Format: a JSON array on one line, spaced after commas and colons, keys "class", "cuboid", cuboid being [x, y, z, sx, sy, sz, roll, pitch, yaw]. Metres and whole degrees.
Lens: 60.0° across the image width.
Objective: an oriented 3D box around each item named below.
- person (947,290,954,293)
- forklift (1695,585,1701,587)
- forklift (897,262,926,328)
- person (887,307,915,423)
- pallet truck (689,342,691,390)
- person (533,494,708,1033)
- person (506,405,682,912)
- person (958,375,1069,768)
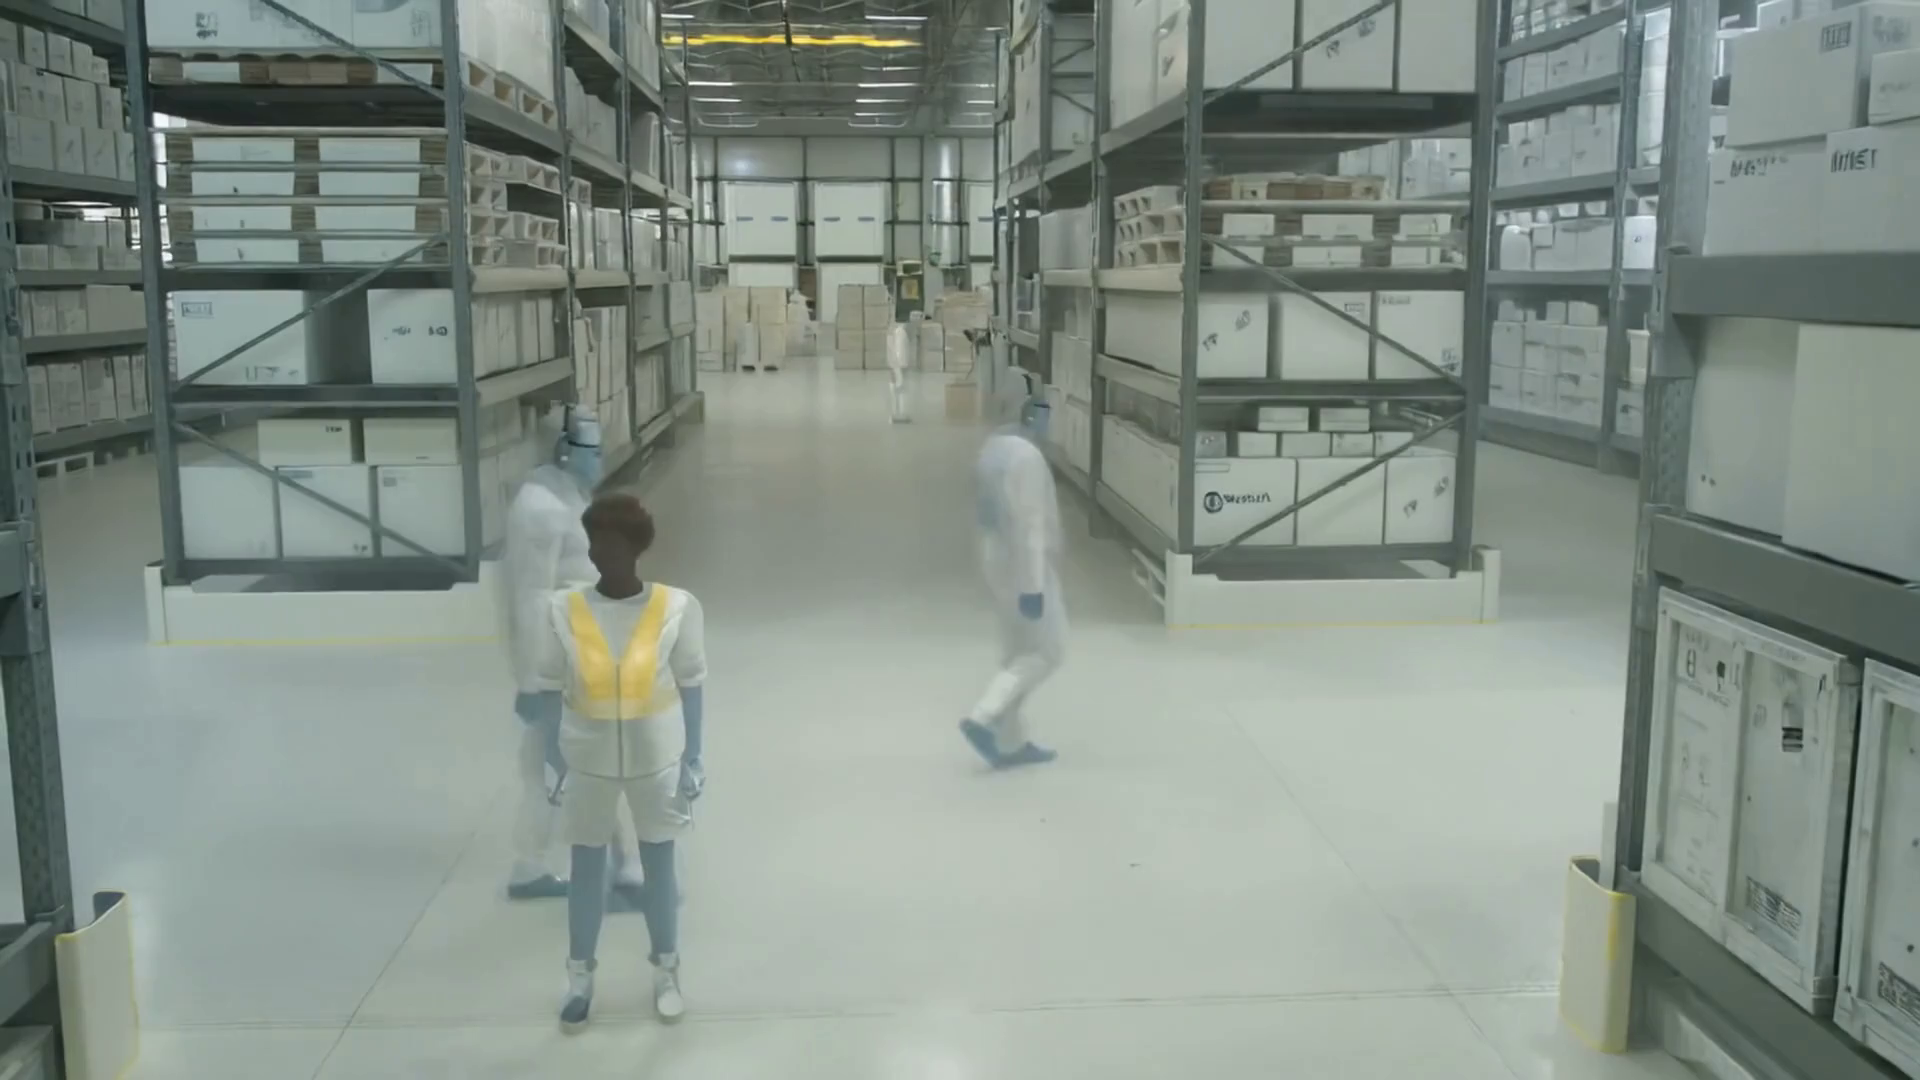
[{"class": "person", "cuboid": [-0.286, -7.050, 53.225, 1.010, 1.879, 0.570, -2, 9, -11]}, {"class": "forklift", "cuboid": [4.646, -0.352, 8.041, 1.873, 2.768, 1.129, -4, 10, -23]}, {"class": "forklift", "cuboid": [-1.780, -8.547, 59.499, 1.129, 2.768, 1.873, -1, 9, -4]}, {"class": "person", "cuboid": [-0.949, -2.787, 26.581, 0.430, 1.845, 0.621, -3, 9, -17]}, {"class": "pallet truck", "cuboid": [-5.225, -3.008, 27.480, 1.885, 1.965, 0.823, 2, 9, 14]}, {"class": "person", "cuboid": [-1.053, 0.690, 5.209, 0.535, 1.693, 0.322, -1, 9, -9]}, {"class": "person", "cuboid": [-1.359, 0.440, 6.187, 0.797, 1.877, 0.654, -1, 9, -8]}, {"class": "person", "cuboid": [0.275, 0.167, 7.873, 0.460, 1.888, 0.672, -2, 9, -13]}]
